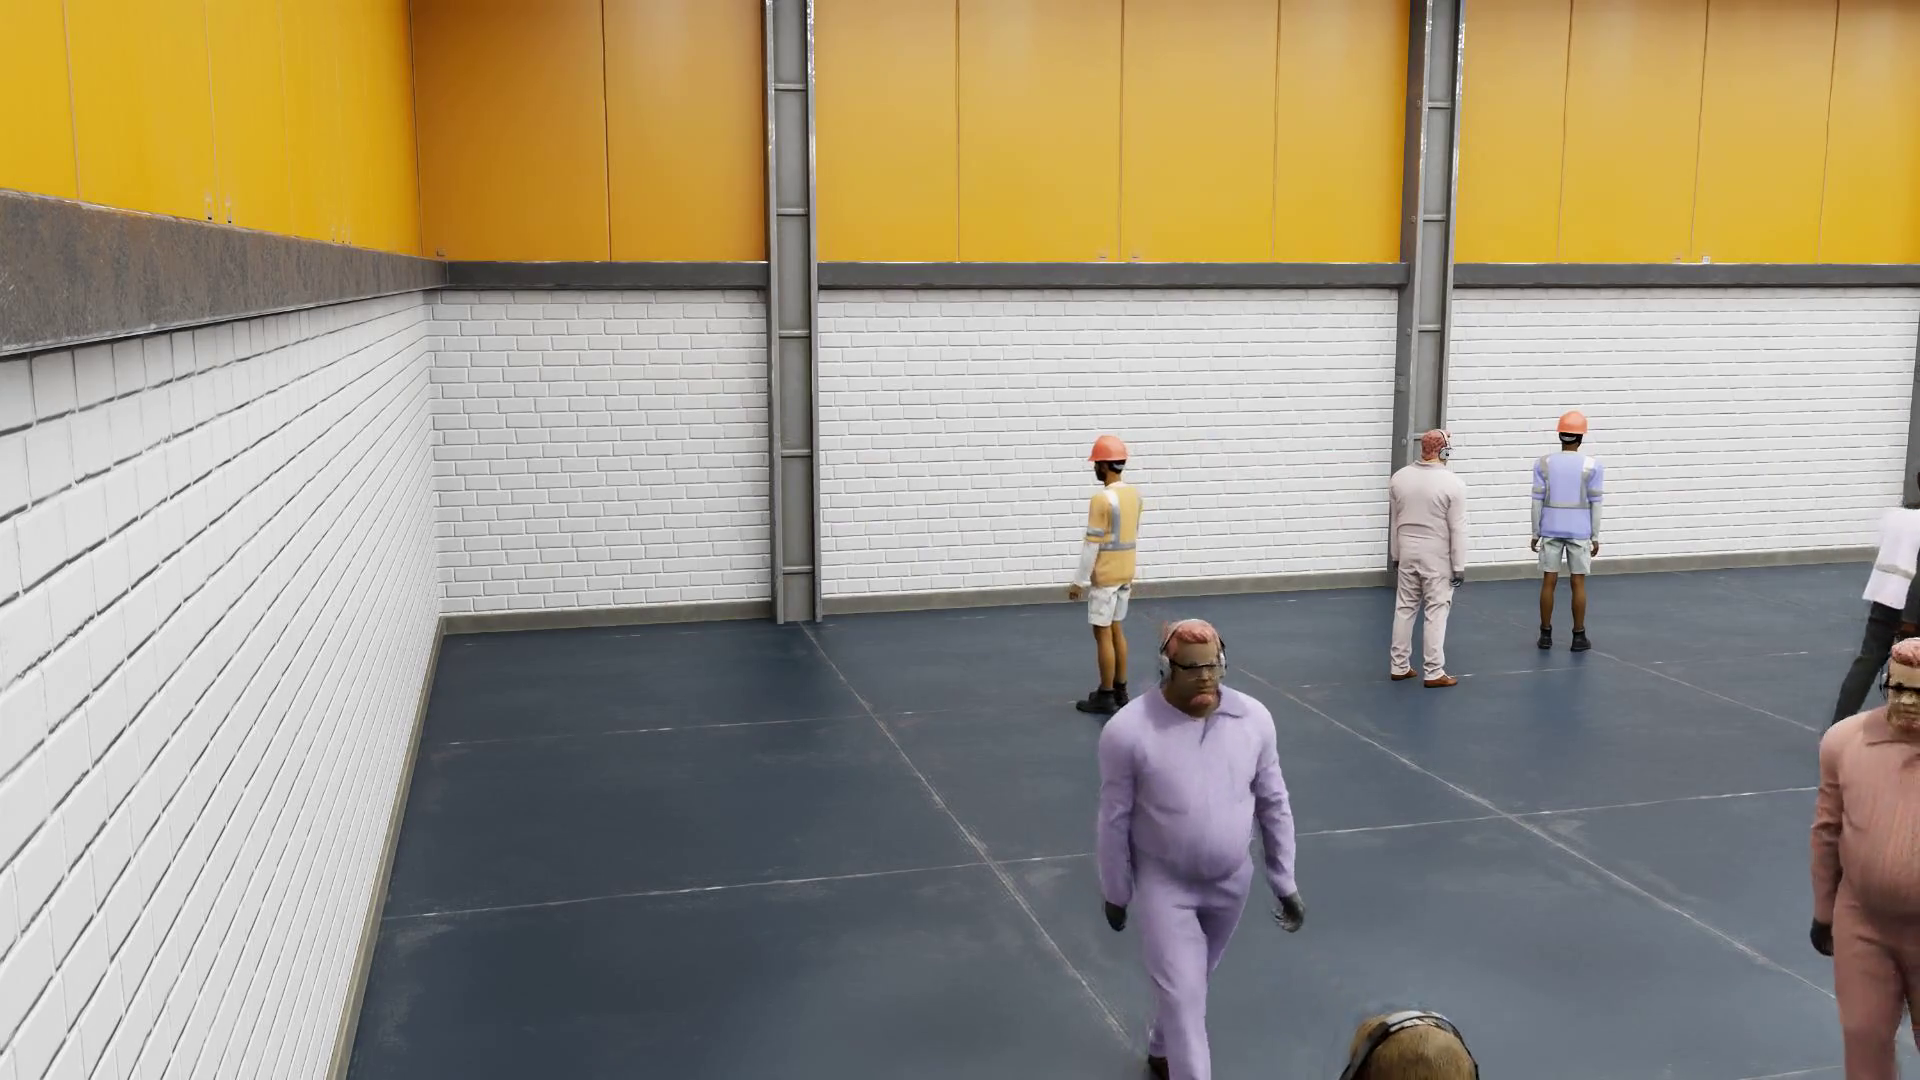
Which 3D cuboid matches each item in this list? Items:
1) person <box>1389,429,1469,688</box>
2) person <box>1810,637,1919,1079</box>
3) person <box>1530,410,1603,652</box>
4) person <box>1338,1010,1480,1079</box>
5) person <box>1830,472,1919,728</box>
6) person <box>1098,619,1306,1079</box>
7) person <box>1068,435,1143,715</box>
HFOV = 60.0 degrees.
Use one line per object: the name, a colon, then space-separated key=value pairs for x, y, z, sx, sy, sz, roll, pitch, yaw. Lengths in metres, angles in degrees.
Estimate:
person: x=3.457 y=0.134 z=12.235 sx=0.401 sy=1.903 sz=0.644 roll=-8 pitch=12 yaw=-39
person: x=3.153 y=1.226 z=5.463 sx=0.711 sy=1.881 sz=0.673 roll=-8 pitch=12 yaw=-42
person: x=4.874 y=-0.071 z=13.380 sx=0.544 sy=1.939 sz=0.372 roll=5 pitch=10 yaw=29
person: x=0.695 y=1.666 z=2.726 sx=0.653 sy=1.882 sz=1.030 roll=-3 pitch=9 yaw=-16
person: x=6.000 y=0.438 z=10.534 sx=1.062 sy=1.833 sz=0.597 roll=-1 pitch=9 yaw=-9
person: x=0.829 y=1.185 z=5.796 sx=0.655 sy=1.855 sz=0.992 roll=-3 pitch=10 yaw=-17
person: x=1.006 y=0.240 z=11.463 sx=0.393 sy=1.935 sz=0.550 roll=6 pitch=11 yaw=34
